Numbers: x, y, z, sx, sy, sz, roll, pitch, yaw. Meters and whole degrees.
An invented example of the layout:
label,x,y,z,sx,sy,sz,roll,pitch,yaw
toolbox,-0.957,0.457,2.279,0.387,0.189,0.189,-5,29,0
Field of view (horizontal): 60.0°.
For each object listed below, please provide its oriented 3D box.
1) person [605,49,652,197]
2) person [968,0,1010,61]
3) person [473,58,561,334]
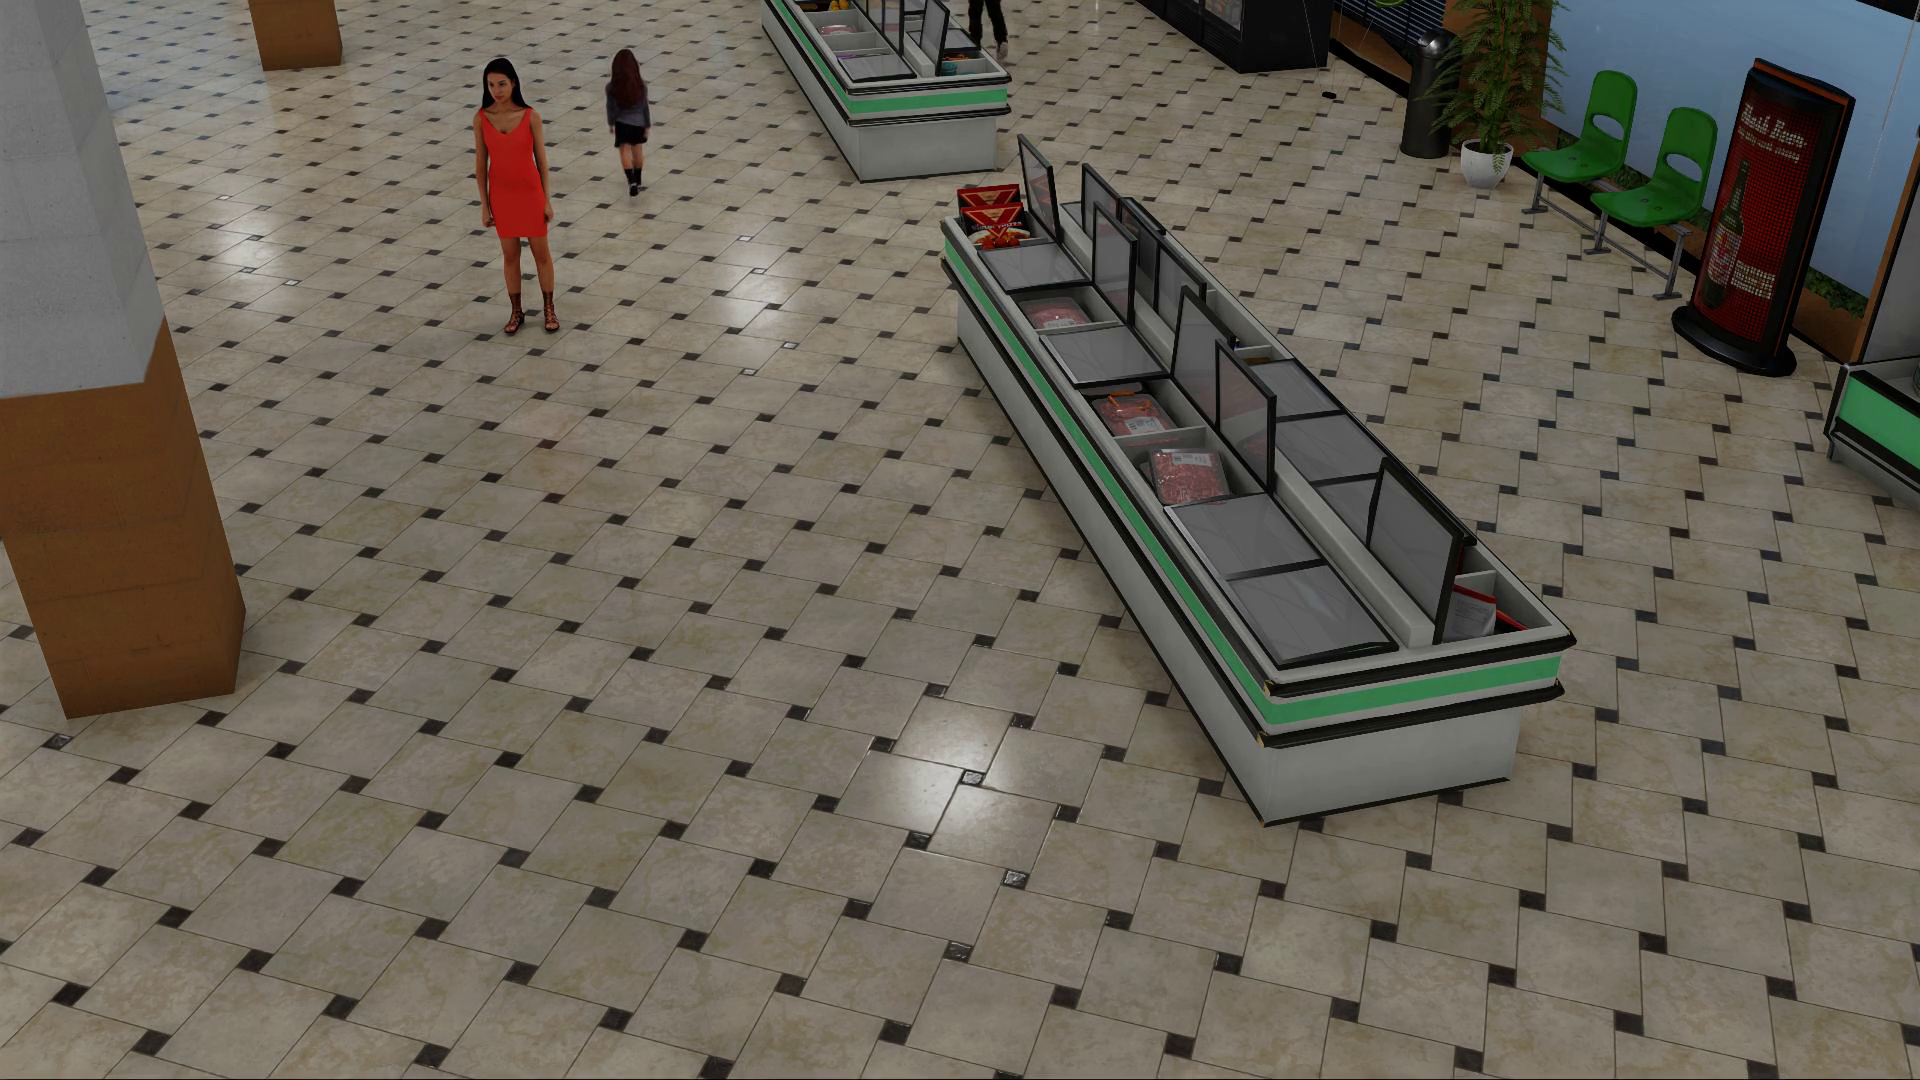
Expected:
label,x,y,z,sx,sy,sz,roll,pitch,yaw
person,-2.510,-3.149,12.596,0.489,1.094,0.754,-10,33,-15
person,0.264,-5.265,15.672,0.649,1.437,0.951,-11,34,-18
person,-2.760,-2.133,10.370,0.611,1.719,0.546,-4,32,-7
